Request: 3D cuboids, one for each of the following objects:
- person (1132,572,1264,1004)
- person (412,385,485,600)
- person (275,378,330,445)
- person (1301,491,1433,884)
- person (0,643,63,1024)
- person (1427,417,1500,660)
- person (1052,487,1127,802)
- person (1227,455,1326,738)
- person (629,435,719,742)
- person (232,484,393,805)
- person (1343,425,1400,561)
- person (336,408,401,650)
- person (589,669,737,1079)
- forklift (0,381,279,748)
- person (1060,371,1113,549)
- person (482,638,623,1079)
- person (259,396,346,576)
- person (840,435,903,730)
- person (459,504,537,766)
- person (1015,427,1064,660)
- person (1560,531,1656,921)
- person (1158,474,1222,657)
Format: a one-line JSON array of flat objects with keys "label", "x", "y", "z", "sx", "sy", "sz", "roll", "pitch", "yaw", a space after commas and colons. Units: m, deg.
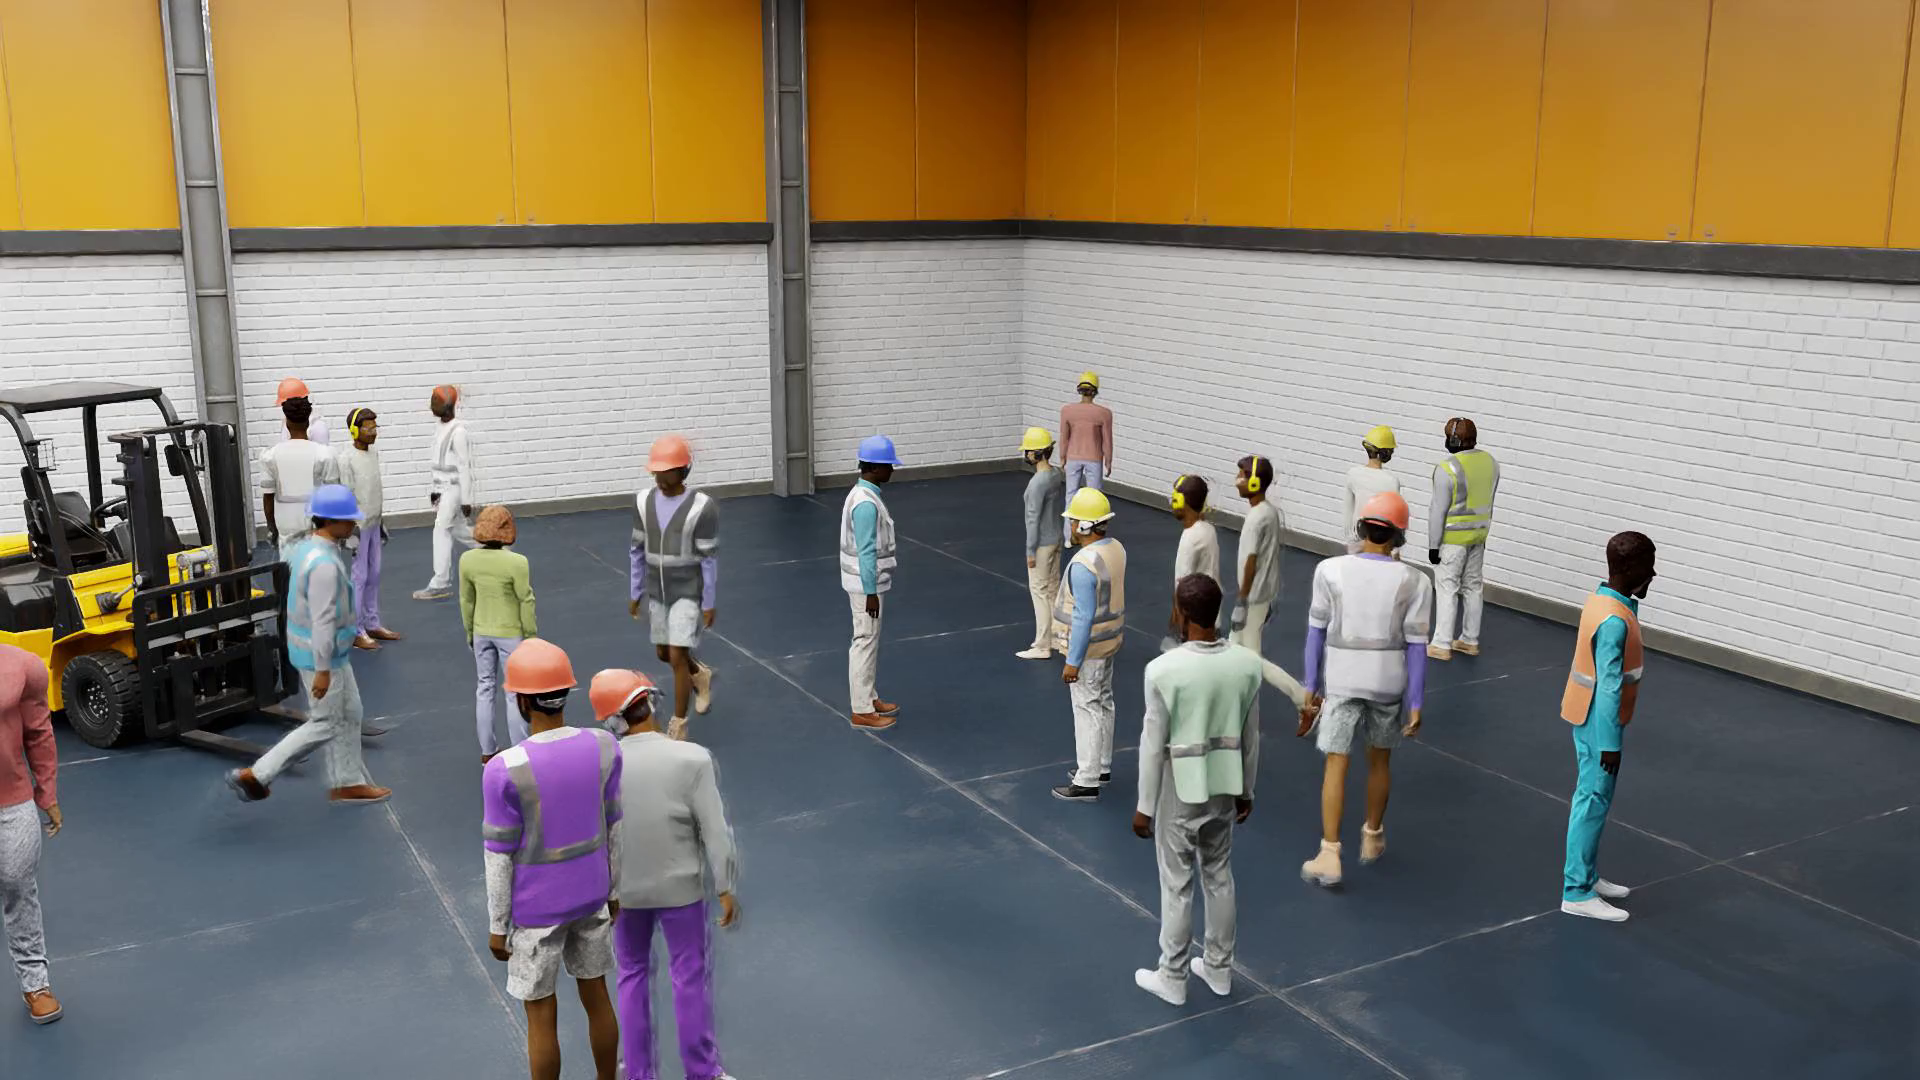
[{"label": "person", "x": 1.021, "y": 1.085, "z": 7.190, "sx": 0.606, "sy": 1.910, "sz": 0.423, "roll": -7, "pitch": 14, "yaw": -28}, {"label": "person", "x": -4.335, "y": -0.432, "z": 14.423, "sx": 0.866, "sy": 1.861, "sz": 0.573, "roll": -6, "pitch": 13, "yaw": -26}, {"label": "person", "x": -5.627, "y": -0.431, "z": 14.250, "sx": 0.543, "sy": 1.928, "sz": 0.372, "roll": 6, "pitch": 14, "yaw": 28}, {"label": "person", "x": 2.073, "y": 0.765, "z": 8.536, "sx": 0.630, "sy": 1.994, "sz": 0.812, "roll": 4, "pitch": 13, "yaw": 17}, {"label": "person", "x": -4.094, "y": 1.123, "z": 6.937, "sx": 0.635, "sy": 1.939, "sz": 0.366, "roll": -9, "pitch": 15, "yaw": -37}, {"label": "person", "x": 3.740, "y": -0.009, "z": 12.506, "sx": 0.624, "sy": 1.837, "sz": 0.429, "roll": -7, "pitch": 14, "yaw": -30}, {"label": "person", "x": 0.738, "y": 0.601, "z": 9.635, "sx": 0.404, "sy": 1.833, "sz": 0.589, "roll": 5, "pitch": 13, "yaw": 22}, {"label": "person", "x": 1.939, "y": 0.375, "z": 10.677, "sx": 0.795, "sy": 1.845, "sz": 0.539, "roll": 3, "pitch": 12, "yaw": 14}, {"label": "person", "x": -1.770, "y": 0.302, "z": 10.646, "sx": 0.617, "sy": 2.017, "sz": 0.856, "roll": 5, "pitch": 13, "yaw": 23}, {"label": "person", "x": -3.664, "y": 0.635, "z": 9.286, "sx": 0.777, "sy": 1.909, "sz": 0.659, "roll": -5, "pitch": 13, "yaw": -23}, {"label": "person", "x": 3.118, "y": 0.015, "z": 12.540, "sx": 0.320, "sy": 1.767, "sz": 0.534, "roll": -8, "pitch": 14, "yaw": -33}, {"label": "person", "x": -4.576, "y": -0.095, "z": 12.821, "sx": 0.310, "sy": 1.864, "sz": 0.533, "roll": 2, "pitch": 12, "yaw": 9}, {"label": "person", "x": -1.125, "y": 1.341, "z": 6.481, "sx": 0.703, "sy": 1.706, "sz": 0.352, "roll": 1, "pitch": 12, "yaw": 7}, {"label": "forklift", "x": -5.853, "y": 0.085, "z": 11.199, "sx": 2.313, "sy": 2.155, "sz": 1.214, "roll": 7, "pitch": 14, "yaw": 28}, {"label": "person", "x": 1.233, "y": -0.768, "z": 16.243, "sx": 0.532, "sy": 1.755, "sz": 0.342, "roll": 3, "pitch": 12, "yaw": 15}, {"label": "person", "x": -1.493, "y": 1.306, "z": 6.108, "sx": 0.544, "sy": 1.930, "sz": 0.388, "roll": -11, "pitch": 16, "yaw": -42}, {"label": "person", "x": -4.984, "y": -0.119, "z": 12.693, "sx": 0.613, "sy": 1.965, "sz": 0.361, "roll": -2, "pitch": 12, "yaw": -7}, {"label": "person", "x": -0.580, "y": 0.276, "z": 10.919, "sx": 0.415, "sy": 1.939, "sz": 0.604, "roll": 0, "pitch": 12, "yaw": -2}, {"label": "person", "x": -2.800, "y": 0.591, "z": 10.147, "sx": 0.498, "sy": 1.634, "sz": 0.283, "roll": 4, "pitch": 13, "yaw": 19}, {"label": "person", "x": 0.601, "y": 0.024, "z": 12.525, "sx": 0.335, "sy": 1.760, "sz": 0.524, "roll": 5, "pitch": 13, "yaw": 23}, {"label": "person", "x": 3.133, "y": 0.891, "z": 8.103, "sx": 0.393, "sy": 1.911, "sz": 0.587, "roll": 4, "pitch": 13, "yaw": 19}, {"label": "person", "x": 1.407, "y": 0.530, "z": 9.931, "sx": 0.434, "sy": 1.848, "sz": 0.551, "roll": 3, "pitch": 12, "yaw": 13}]
